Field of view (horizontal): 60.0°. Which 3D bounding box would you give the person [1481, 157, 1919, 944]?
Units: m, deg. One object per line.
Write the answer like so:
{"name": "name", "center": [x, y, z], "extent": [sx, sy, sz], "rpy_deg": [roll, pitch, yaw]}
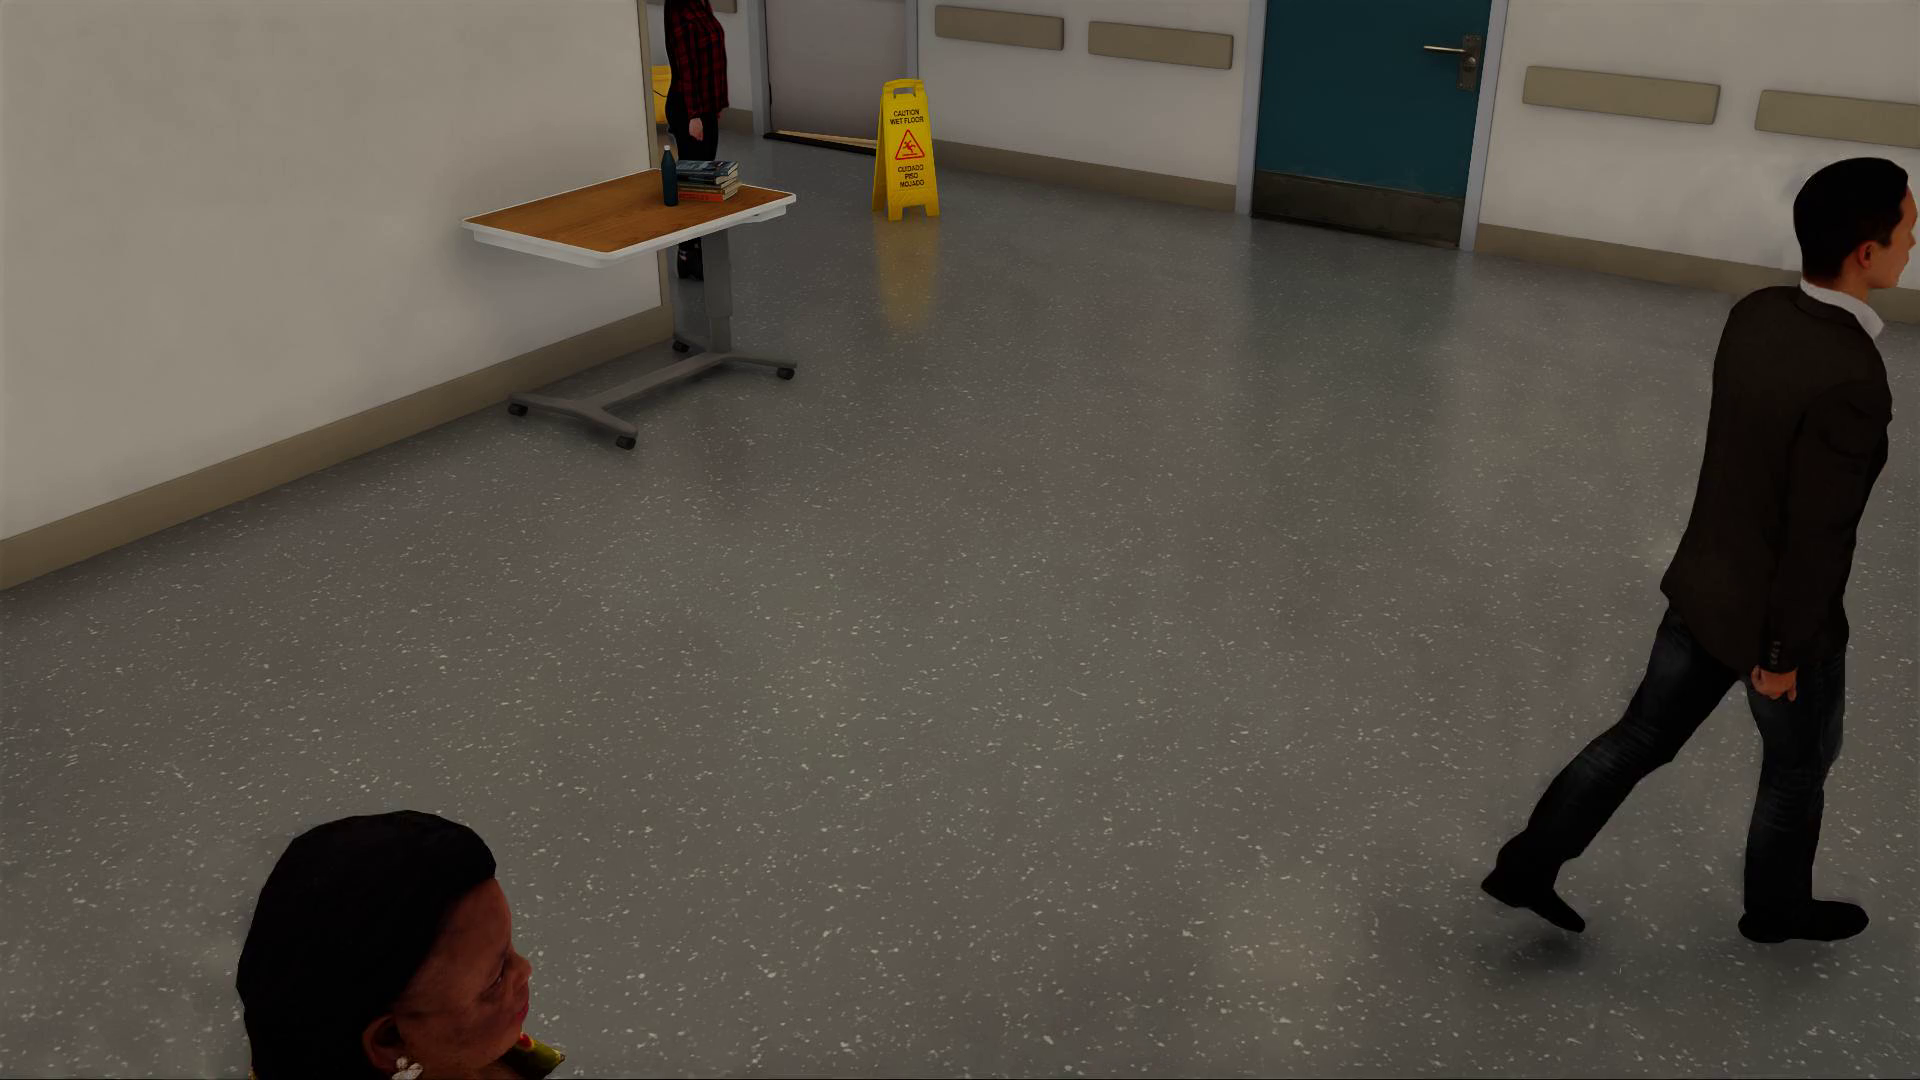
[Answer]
{"name": "person", "center": [1.546, 0.113, 3.441], "extent": [1.209, 1.776, 1.129], "rpy_deg": [-4, 26, -8]}

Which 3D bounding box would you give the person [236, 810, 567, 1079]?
{"name": "person", "center": [-0.624, 1.011, 1.749], "extent": [1.183, 1.630, 1.153], "rpy_deg": [-8, 27, -15]}

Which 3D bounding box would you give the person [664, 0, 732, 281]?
{"name": "person", "center": [-1.328, -2.123, 8.223], "extent": [0.668, 1.651, 0.658], "rpy_deg": [2, 26, 5]}
